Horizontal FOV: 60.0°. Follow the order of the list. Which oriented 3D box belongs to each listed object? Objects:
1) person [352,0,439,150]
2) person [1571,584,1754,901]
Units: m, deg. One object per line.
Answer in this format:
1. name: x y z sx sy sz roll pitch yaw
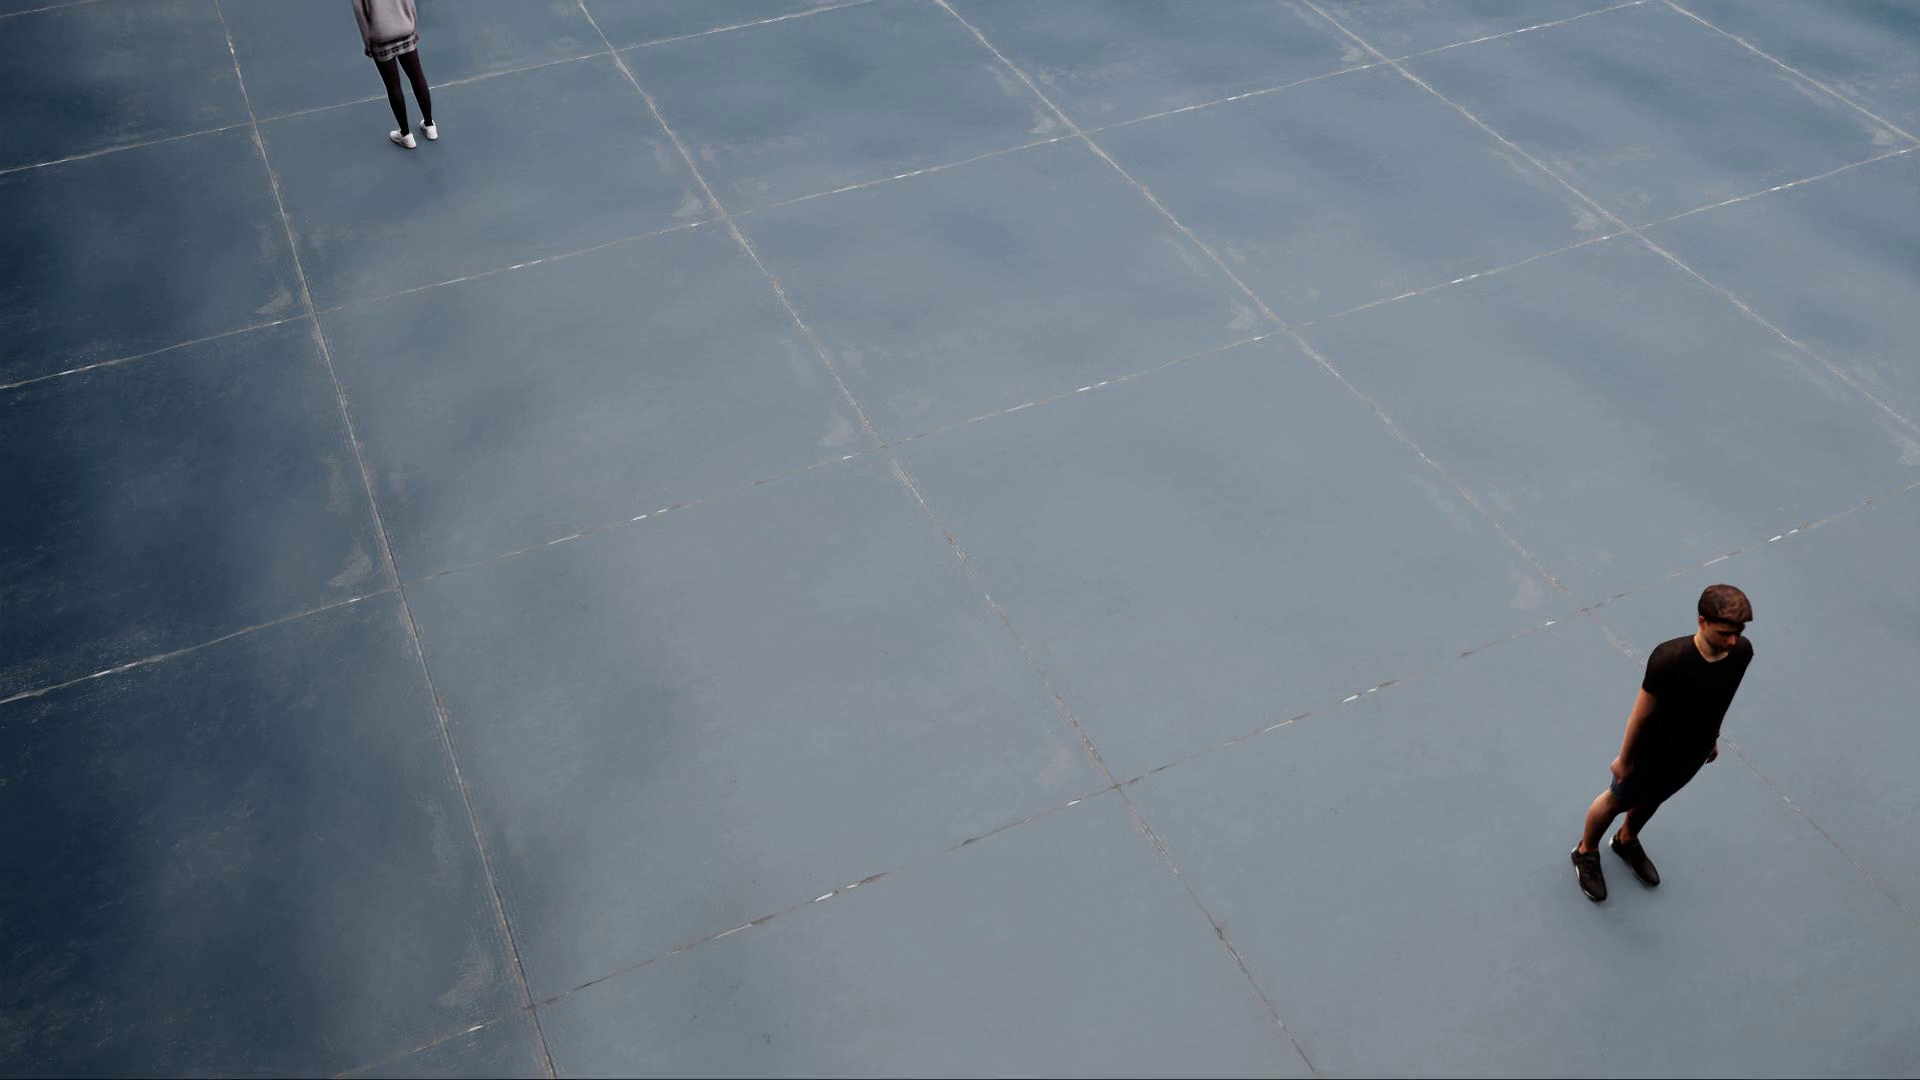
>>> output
1. person: -4.333 -3.853 12.681 0.670 1.771 0.633 -30 50 -29
2. person: 3.152 0.883 7.411 0.702 1.846 0.601 -11 43 -12
